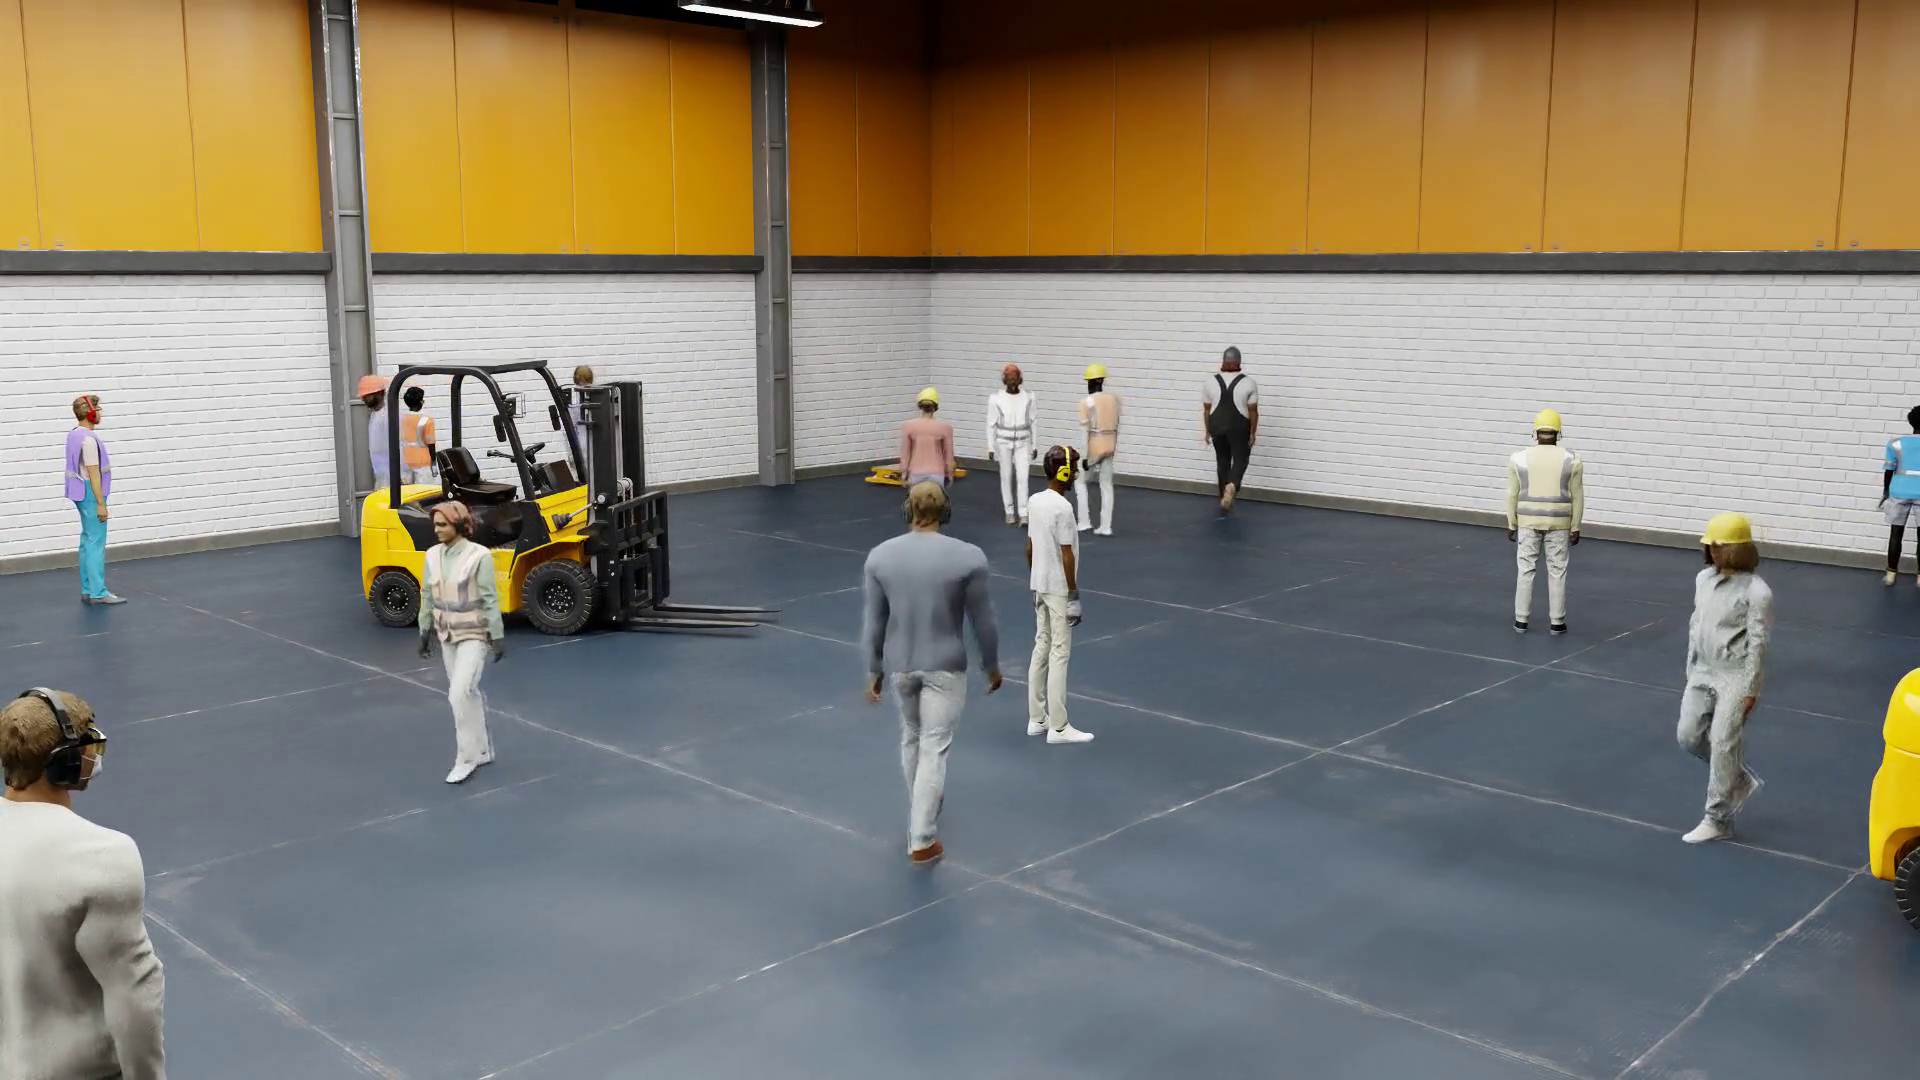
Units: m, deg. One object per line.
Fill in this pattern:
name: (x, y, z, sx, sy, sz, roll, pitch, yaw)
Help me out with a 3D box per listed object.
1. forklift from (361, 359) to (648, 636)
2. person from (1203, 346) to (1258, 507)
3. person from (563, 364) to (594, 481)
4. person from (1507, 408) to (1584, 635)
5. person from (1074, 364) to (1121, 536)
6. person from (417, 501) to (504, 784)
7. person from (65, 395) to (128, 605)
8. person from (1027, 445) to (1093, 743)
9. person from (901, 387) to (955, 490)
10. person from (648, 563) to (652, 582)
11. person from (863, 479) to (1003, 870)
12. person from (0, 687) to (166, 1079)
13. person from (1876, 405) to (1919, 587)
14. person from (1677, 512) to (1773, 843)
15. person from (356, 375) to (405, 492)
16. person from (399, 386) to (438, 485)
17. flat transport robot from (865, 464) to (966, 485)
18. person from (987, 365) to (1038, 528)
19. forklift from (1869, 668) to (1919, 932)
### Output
forklift: (-3.850, -0.407, 13.936, 2.313, 2.155, 1.214, 2, 9, 11)
person: (3.321, -1.391, 20.441, 0.692, 2.000, 0.766, 4, 10, 24)
person: (-4.139, -1.025, 18.640, 0.634, 1.906, 0.986, -6, 11, -31)
person: (4.720, -0.145, 13.434, 0.590, 1.835, 0.404, 4, 10, 22)
person: (1.486, -0.999, 18.446, 0.598, 1.907, 0.633, -6, 11, -31)
person: (-2.930, 0.587, 9.583, 0.550, 1.615, 0.606, 5, 11, 29)
person: (-7.649, -0.348, 14.631, 0.377, 1.846, 0.570, -8, 12, -39)
person: (0.606, 0.335, 10.400, 0.326, 1.865, 0.519, -5, 10, -27)
person: (-0.325, -0.679, 16.948, 0.550, 1.750, 0.392, 1, 9, 6)
person: (-3.275, -0.457, 15.473, 0.957, 1.801, 0.525, -2, 9, -12)
person: (-0.115, 0.638, 8.451, 0.656, 1.898, 0.958, 3, 10, 20)
person: (-2.237, 1.318, 4.145, 0.635, 1.937, 0.355, 3, 10, 18)
person: (8.844, -0.407, 15.443, 0.582, 1.699, 0.321, 6, 11, 32)
person: (3.973, 0.703, 8.575, 0.465, 1.730, 0.487, -3, 10, -18)
person: (-5.691, -0.707, 16.674, 0.619, 1.901, 0.559, -6, 11, -32)
person: (-5.879, -0.813, 17.977, 0.532, 1.691, 0.321, 3, 10, 17)
flat transport robot: (-0.610, -0.943, 23.107, 0.652, 0.197, 1.431, 7, 12, 37)
person: (0.609, -1.053, 18.965, 0.597, 1.839, 0.936, -1, 9, -5)
forklift: (5.205, 0.723, 7.013, 2.313, 2.155, 1.214, 9, 13, 43)
